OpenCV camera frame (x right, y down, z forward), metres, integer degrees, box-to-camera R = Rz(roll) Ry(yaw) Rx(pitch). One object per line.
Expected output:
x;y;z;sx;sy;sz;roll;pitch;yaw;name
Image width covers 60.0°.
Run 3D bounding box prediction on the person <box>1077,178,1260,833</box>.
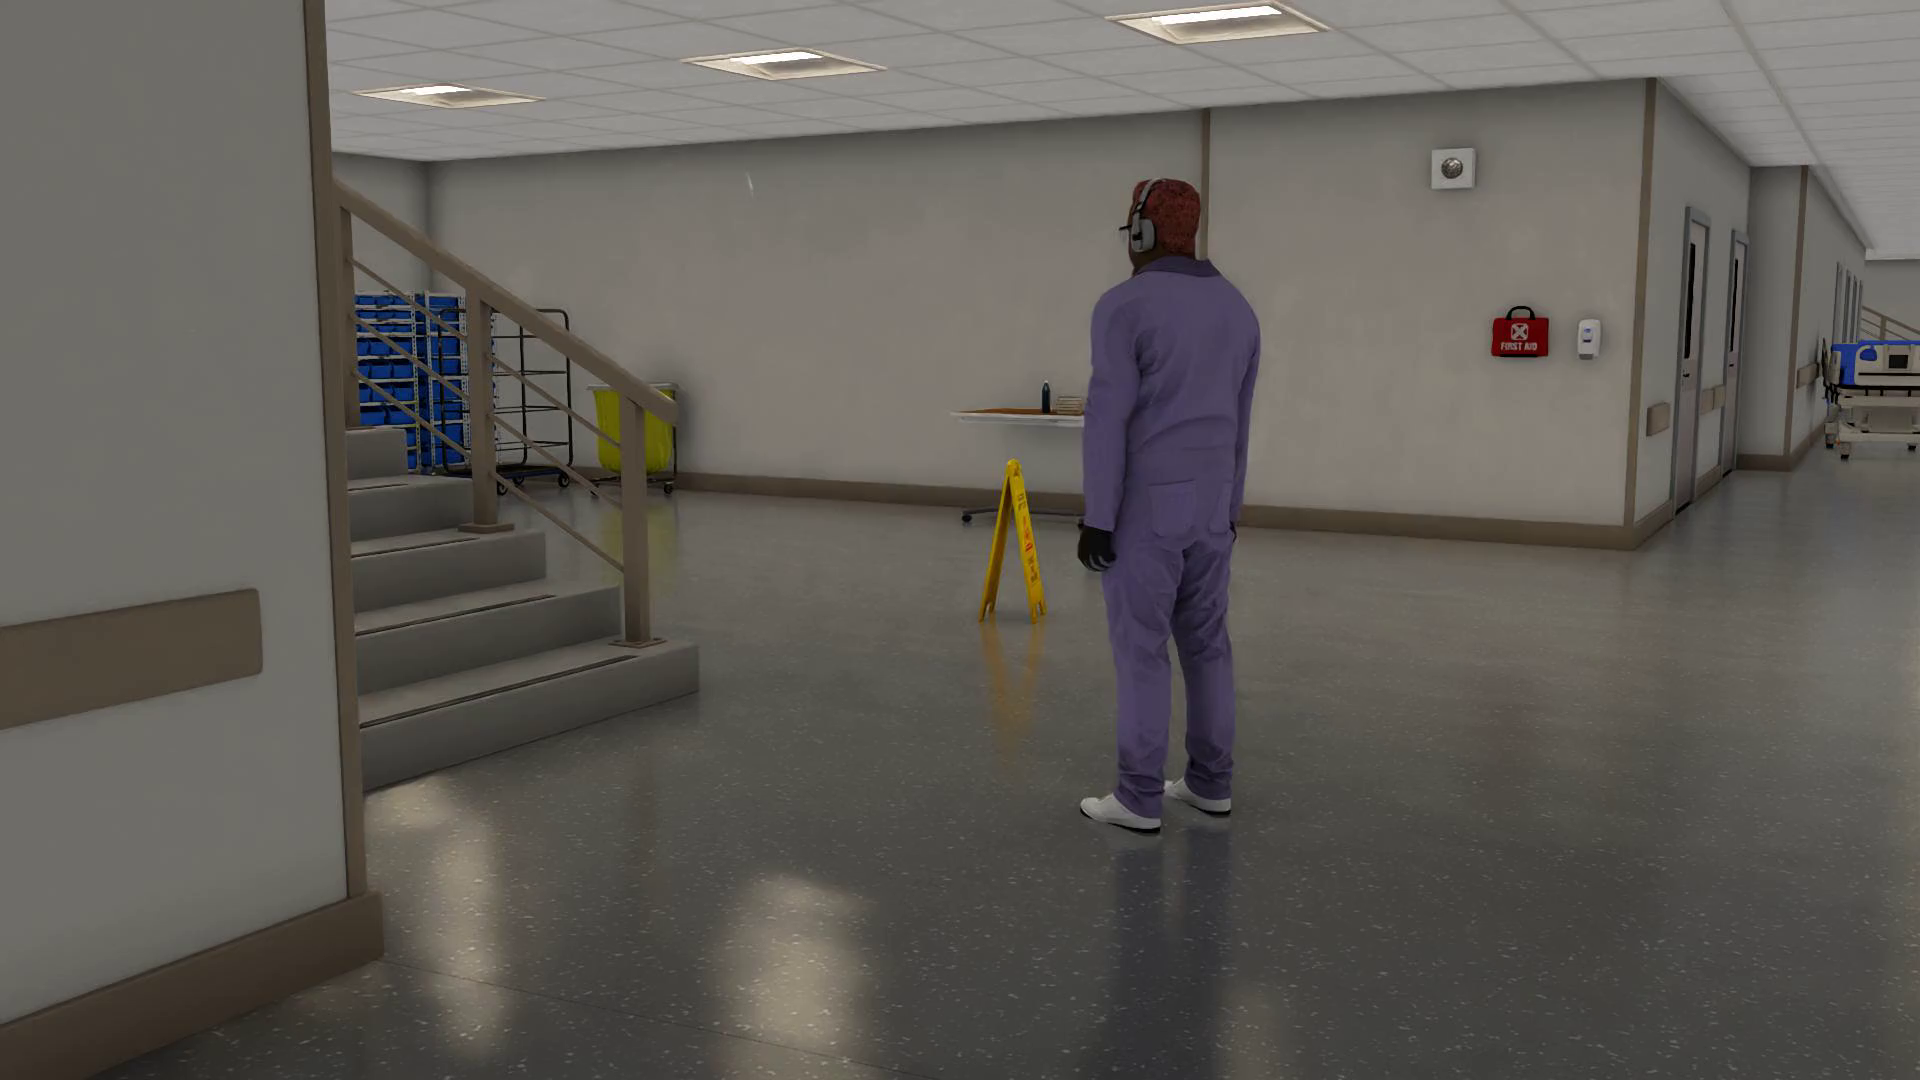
0.590;-0.102;4.910;0.635;1.900;0.398;-7;10;-41;person
